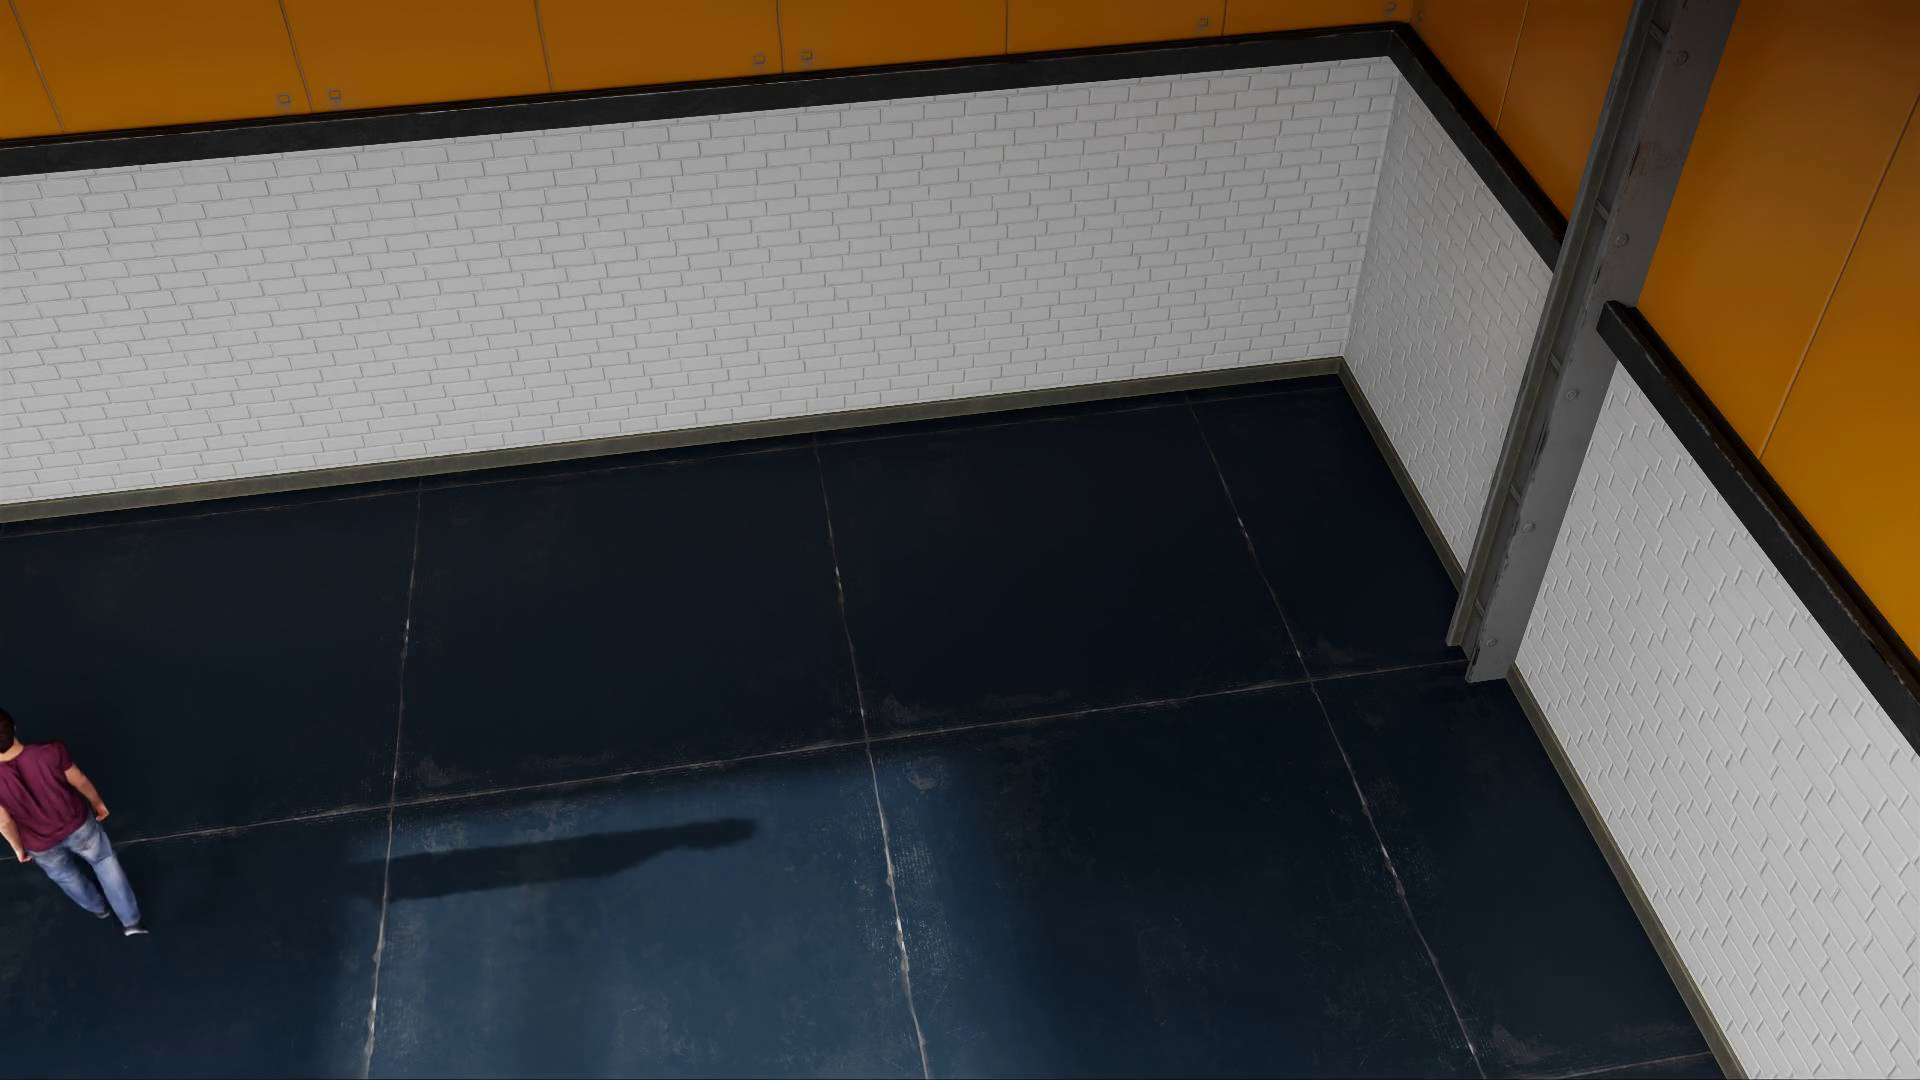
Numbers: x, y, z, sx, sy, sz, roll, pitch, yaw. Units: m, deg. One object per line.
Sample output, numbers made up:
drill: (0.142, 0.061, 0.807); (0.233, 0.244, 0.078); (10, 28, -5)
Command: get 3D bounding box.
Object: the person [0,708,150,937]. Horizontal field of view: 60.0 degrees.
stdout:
person: (-4.946, 1.615, 9.126); (0.943, 1.832, 1.089); (-30, 51, -28)
